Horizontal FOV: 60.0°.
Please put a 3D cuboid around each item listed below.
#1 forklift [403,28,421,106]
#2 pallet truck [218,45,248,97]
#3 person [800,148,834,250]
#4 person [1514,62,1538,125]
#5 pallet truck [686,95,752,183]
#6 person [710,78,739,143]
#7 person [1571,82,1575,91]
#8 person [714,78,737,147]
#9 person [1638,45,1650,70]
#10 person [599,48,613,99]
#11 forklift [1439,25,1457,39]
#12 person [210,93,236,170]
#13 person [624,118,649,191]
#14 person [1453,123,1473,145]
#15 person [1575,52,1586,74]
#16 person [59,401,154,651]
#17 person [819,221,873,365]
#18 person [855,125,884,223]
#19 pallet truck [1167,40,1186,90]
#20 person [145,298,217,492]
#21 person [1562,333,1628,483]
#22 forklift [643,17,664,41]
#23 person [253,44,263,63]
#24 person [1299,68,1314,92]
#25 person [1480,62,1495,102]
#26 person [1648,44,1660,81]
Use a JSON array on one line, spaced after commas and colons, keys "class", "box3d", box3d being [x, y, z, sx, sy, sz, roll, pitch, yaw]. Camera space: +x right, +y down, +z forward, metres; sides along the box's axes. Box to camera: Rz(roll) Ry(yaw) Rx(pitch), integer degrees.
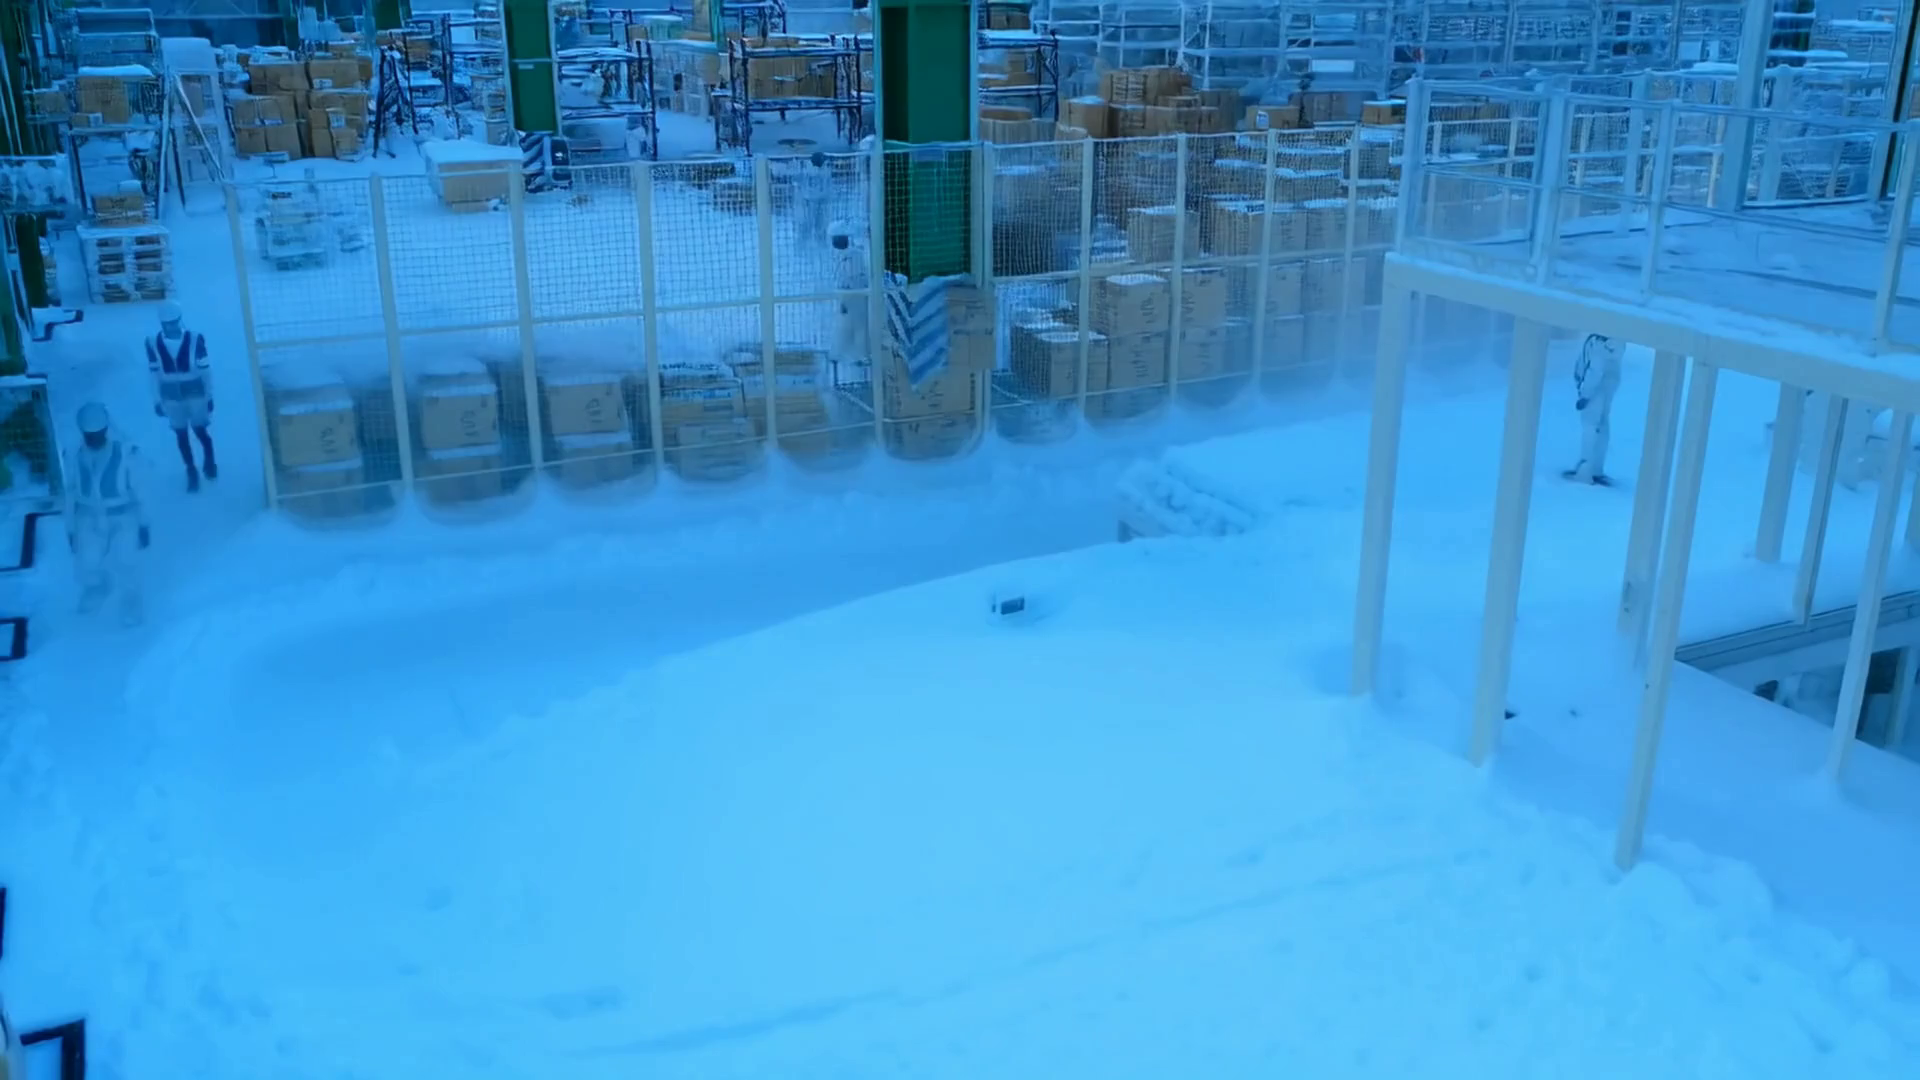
[{"class": "forklift", "box3d": [-19.978, -17.146, 60.373, 1.873, 2.768, 1.129, 7, 20, 21]}, {"class": "pallet truck", "box3d": [-28.879, -18.665, 66.111, 0.823, 1.965, 1.885, -3, 19, -9]}, {"class": "person", "box3d": [-2.608, -6.234, 30.341, 0.639, 1.821, 0.627, -6, 20, -18]}, {"class": "person", "box3d": [18.317, -14.409, 53.708, 0.697, 2.000, 0.858, 1, 19, 3]}, {"class": "pallet truck", "box3d": [-5.836, -9.608, 39.856, 0.823, 1.965, 1.885, 10, 22, 27]}, {"class": "person", "box3d": [-6.886, -12.498, 48.439, 0.955, 1.854, 0.605, -8, 20, -21]}, {"class": "person", "box3d": [17.500, -12.319, 47.859, 0.574, 1.896, 0.931, -4, 19, -11]}, {"class": "person", "box3d": [-6.750, -12.232, 47.616, 0.653, 1.885, 1.003, 14, 23, 35]}, {"class": "person", "box3d": [27.823, -19.101, 67.532, 0.617, 1.885, 0.680, -4, 19, -12]}, {"class": "person", "box3d": [-13.713, -18.112, 64.611, 0.542, 1.929, 0.369, 6, 20, 16]}, {"class": "forklift", "box3d": [18.382, -18.188, 63.393, 1.873, 2.768, 1.129, -9, 21, -25]}, {"class": "person", "box3d": [-18.561, -10.306, 41.968, 0.545, 1.938, 0.362, -10, 21, -26]}, {"class": "person", "box3d": [-7.497, -8.919, 38.397, 0.527, 1.642, 0.914, 5, 20, 14]}, {"class": "person", "box3d": [10.872, -8.204, 36.138, 0.533, 1.765, 0.330, -8, 21, -22]}, {"class": "person", "box3d": [24.691, -18.513, 66.121, 0.540, 1.695, 0.316, 13, 23, 33]}, {"class": "person", "box3d": [-6.350, -0.108, 12.411, 0.628, 1.931, 0.448, -6, 20, -16]}, {"class": "person", "box3d": [-1.518, -3.133, 21.266, 0.978, 1.870, 0.610, -9, 21, -24]}, {"class": "person", "box3d": [-1.781, -7.408, 33.623, 0.634, 1.909, 0.866, 2, 19, 6]}, {"class": "pallet truck", "box3d": [9.045, -19.971, 69.895, 0.823, 1.965, 1.885, -3, 19, -8]}, {"class": "person", "box3d": [-7.593, -1.424, 16.256, 0.546, 1.923, 0.476, -4, 20, -13]}, {"class": "person", "box3d": [6.324, -1.489, 16.551, 0.429, 1.847, 0.625, 17, 25, 40]}, {"class": "forklift", "box3d": [-13.335, -21.397, 72.696, 1.873, 2.768, 1.129, 15, 24, 36]}, {"class": "person", "box3d": [-29.185, -19.690, 69.254, 0.353, 1.883, 0.573, 1, 19, 2]}, {"class": "person", "box3d": [11.733, -15.159, 56.417, 0.540, 1.677, 0.521, 10, 21, 26]}, {"class": "person", "box3d": [17.954, -15.341, 56.678, 0.518, 1.865, 0.329, 11, 22, 28]}, {"class": "person", "box3d": [31.373, -21.603, 75.240, 0.510, 1.584, 0.870, 0, 19, 0]}]
